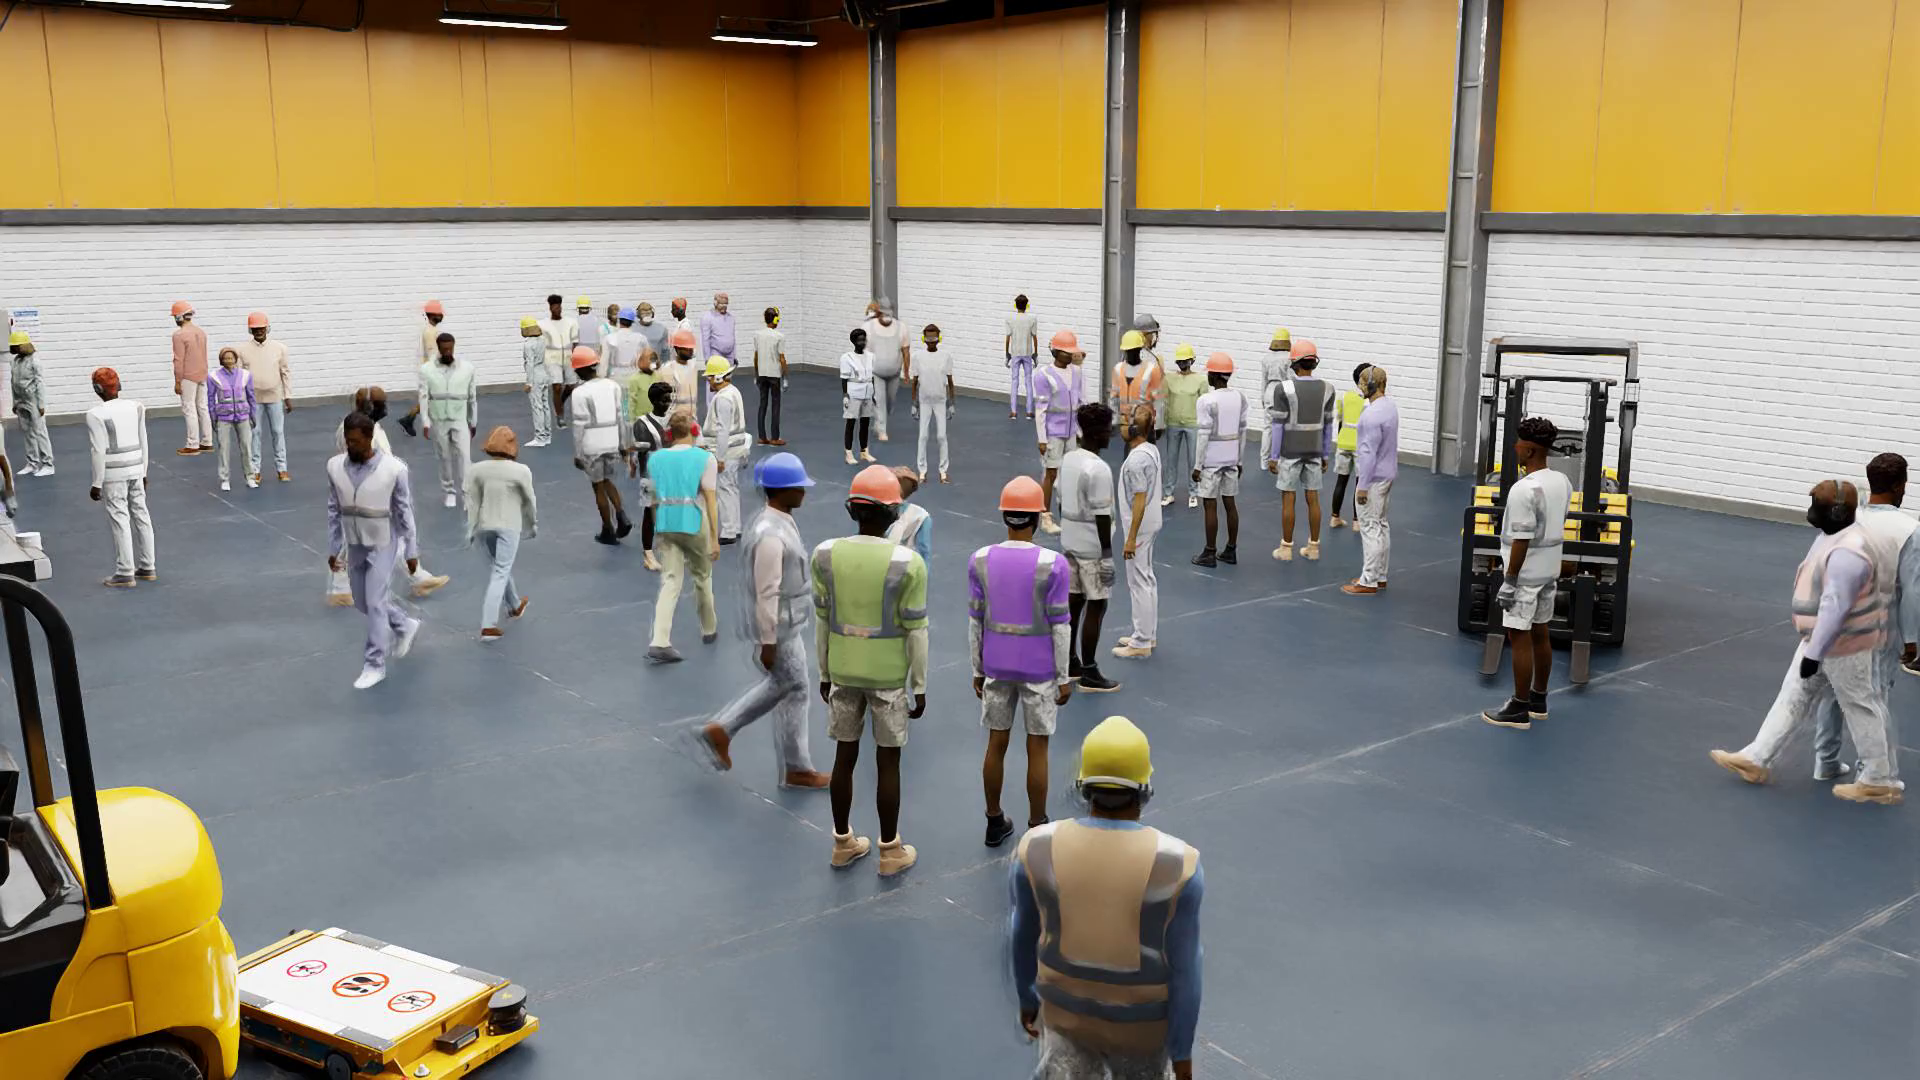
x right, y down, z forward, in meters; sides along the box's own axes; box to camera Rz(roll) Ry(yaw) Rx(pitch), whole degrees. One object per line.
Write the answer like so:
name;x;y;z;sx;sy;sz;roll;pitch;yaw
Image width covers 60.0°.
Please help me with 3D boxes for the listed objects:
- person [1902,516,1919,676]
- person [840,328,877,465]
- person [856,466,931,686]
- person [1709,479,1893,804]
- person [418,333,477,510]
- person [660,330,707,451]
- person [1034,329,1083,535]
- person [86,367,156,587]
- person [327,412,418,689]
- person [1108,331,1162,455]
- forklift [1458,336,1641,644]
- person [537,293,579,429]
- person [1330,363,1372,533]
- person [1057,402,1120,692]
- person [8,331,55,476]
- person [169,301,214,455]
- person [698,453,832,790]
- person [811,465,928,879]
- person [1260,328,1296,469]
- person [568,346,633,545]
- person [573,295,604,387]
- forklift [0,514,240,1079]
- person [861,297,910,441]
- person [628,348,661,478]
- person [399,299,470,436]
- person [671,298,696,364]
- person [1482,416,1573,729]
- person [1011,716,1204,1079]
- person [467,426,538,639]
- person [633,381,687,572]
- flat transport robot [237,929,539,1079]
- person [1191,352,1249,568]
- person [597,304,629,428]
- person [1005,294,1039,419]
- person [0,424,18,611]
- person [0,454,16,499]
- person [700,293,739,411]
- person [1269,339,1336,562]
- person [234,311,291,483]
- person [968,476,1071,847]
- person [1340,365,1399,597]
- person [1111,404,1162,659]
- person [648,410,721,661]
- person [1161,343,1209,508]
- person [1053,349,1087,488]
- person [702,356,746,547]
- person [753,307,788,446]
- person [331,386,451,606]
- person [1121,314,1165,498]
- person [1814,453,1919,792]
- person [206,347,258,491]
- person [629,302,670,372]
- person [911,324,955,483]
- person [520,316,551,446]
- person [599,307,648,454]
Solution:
person;6.861;-0.006;11.454;0.603;1.963;0.368;0;12;-2
person;-1.253;-1.784;20.688;0.540;1.696;0.316;-10;16;-41
person;-0.475;0.308;10.810;0.616;1.607;0.320;4;13;21
person;4.741;0.552;9.170;0.949;1.792;0.639;4;12;17
person;-5.392;-1.234;17.584;0.592;1.884;0.889;-4;12;-18
person;-2.878;-1.259;17.622;0.649;1.918;0.554;8;14;35
person;1.006;-1.060;16.386;0.612;2.033;0.411;-10;16;-41
person;-7.185;-0.542;14.228;0.355;1.887;0.572;4;12;20
person;-4.016;0.027;11.472;0.618;1.890;0.741;3;12;15
person;1.820;-1.266;17.674;0.592;1.899;0.643;11;16;42
forklift;4.683;-0.471;13.136;1.214;2.155;2.313;4;12;20
person;-5.798;-2.591;23.984;0.622;1.943;0.697;-7;14;-31
person;3.953;-0.919;16.547;0.325;1.686;0.547;-9;15;-38
person;0.867;0.042;11.232;0.367;1.965;0.657;-5;13;-23
person;-11.106;-1.620;19.813;0.488;1.737;0.321;5;13;24
person;-9.945;-2.091;21.487;0.412;1.982;0.622;2;12;10
person;-1.084;0.462;9.266;0.707;1.933;0.604;-1;12;-4
person;-0.426;0.643;8.163;0.601;2.035;0.404;4;12;19
person;3.877;-1.705;20.210;0.333;1.735;0.489;-11;16;-42
person;-3.446;-0.890;15.840;0.434;1.913;0.589;9;15;38
person;-5.655;-2.776;25.148;0.586;1.833;0.403;-6;13;-26
forklift;-3.687;1.115;5.480;2.313;2.155;1.214;-9;15;-36
person;-1.055;-2.424;22.941;0.695;2.000;0.927;-3;12;-13
person;-3.644;-1.412;19.123;0.686;1.609;0.512;11;16;42
person;-7.322;-2.366;22.994;0.867;1.913;0.551;-3;12;-12
person;-3.949;-2.511;23.763;0.358;1.880;0.575;-3;12;-13
person;3.570;0.202;10.438;0.361;1.964;0.613;11;16;44
person;0.429;1.419;5.030;0.611;1.785;0.941;4;12;17
person;-3.481;-0.076;12.719;0.495;1.581;0.889;3;12;16
person;-2.674;-0.576;14.858;0.319;1.694;0.534;8;14;33
flat transport robot;-2.447;1.844;6.628;1.431;0.197;0.652;6;13;28
person;2.314;-0.721;14.968;0.552;1.936;0.362;-7;13;-29
person;-5.044;-2.508;23.969;0.943;1.804;0.498;10;16;41
person;0.924;-2.746;24.911;0.510;1.872;0.328;0;12;1
person;-7.885;-0.331;13.304;0.554;1.845;0.585;-2;12;-11
person;-10.882;-1.353;18.165;1.017;1.873;0.713;3;12;14
person;-3.542;-2.716;24.700;0.404;1.902;0.636;10;15;39
person;3.099;-0.807;15.169;0.600;2.035;0.402;-4;12;-17
person;-8.100;-1.658;19.354;0.608;1.995;0.377;-5;13;-25
person;0.310;0.635;8.447;0.544;1.929;0.388;5;13;23
person;3.451;-0.492;13.896;0.385;1.929;0.635;6;13;27
person;1.284;-0.058;11.989;0.325;1.843;0.517;4;12;18
person;-1.995;-0.040;12.092;0.619;1.779;0.942;3;12;15
person;2.393;-1.222;17.806;0.533;1.767;0.327;4;12;19
person;1.234;-1.351;18.771;0.387;1.623;0.529;7;13;29
person;-2.248;-0.846;15.867;0.403;1.819;0.602;0;12;-1
person;-2.525;-2.174;22.190;0.523;1.858;0.337;6;13;26
person;-4.721;-0.354;13.552;0.960;1.792;0.646;-1;12;-6
person;2.052;-1.478;18.374;0.536;2.000;0.672;-2;12;-9
person;5.072;0.462;9.305;0.392;1.919;0.591;-6;13;-26
person;-8.255;-1.377;18.890;0.513;1.631;0.318;-8;14;-34
person;-4.176;-2.220;22.246;0.634;1.928;0.381;-7;13;-29
person;-0.314;-1.583;19.323;0.506;1.864;0.332;0;12;1
person;-5.691;-2.118;22.212;0.319;1.734;0.483;2;12;11
person;-4.303;-2.014;21.310;0.661;1.918;0.453;-6;13;-25
